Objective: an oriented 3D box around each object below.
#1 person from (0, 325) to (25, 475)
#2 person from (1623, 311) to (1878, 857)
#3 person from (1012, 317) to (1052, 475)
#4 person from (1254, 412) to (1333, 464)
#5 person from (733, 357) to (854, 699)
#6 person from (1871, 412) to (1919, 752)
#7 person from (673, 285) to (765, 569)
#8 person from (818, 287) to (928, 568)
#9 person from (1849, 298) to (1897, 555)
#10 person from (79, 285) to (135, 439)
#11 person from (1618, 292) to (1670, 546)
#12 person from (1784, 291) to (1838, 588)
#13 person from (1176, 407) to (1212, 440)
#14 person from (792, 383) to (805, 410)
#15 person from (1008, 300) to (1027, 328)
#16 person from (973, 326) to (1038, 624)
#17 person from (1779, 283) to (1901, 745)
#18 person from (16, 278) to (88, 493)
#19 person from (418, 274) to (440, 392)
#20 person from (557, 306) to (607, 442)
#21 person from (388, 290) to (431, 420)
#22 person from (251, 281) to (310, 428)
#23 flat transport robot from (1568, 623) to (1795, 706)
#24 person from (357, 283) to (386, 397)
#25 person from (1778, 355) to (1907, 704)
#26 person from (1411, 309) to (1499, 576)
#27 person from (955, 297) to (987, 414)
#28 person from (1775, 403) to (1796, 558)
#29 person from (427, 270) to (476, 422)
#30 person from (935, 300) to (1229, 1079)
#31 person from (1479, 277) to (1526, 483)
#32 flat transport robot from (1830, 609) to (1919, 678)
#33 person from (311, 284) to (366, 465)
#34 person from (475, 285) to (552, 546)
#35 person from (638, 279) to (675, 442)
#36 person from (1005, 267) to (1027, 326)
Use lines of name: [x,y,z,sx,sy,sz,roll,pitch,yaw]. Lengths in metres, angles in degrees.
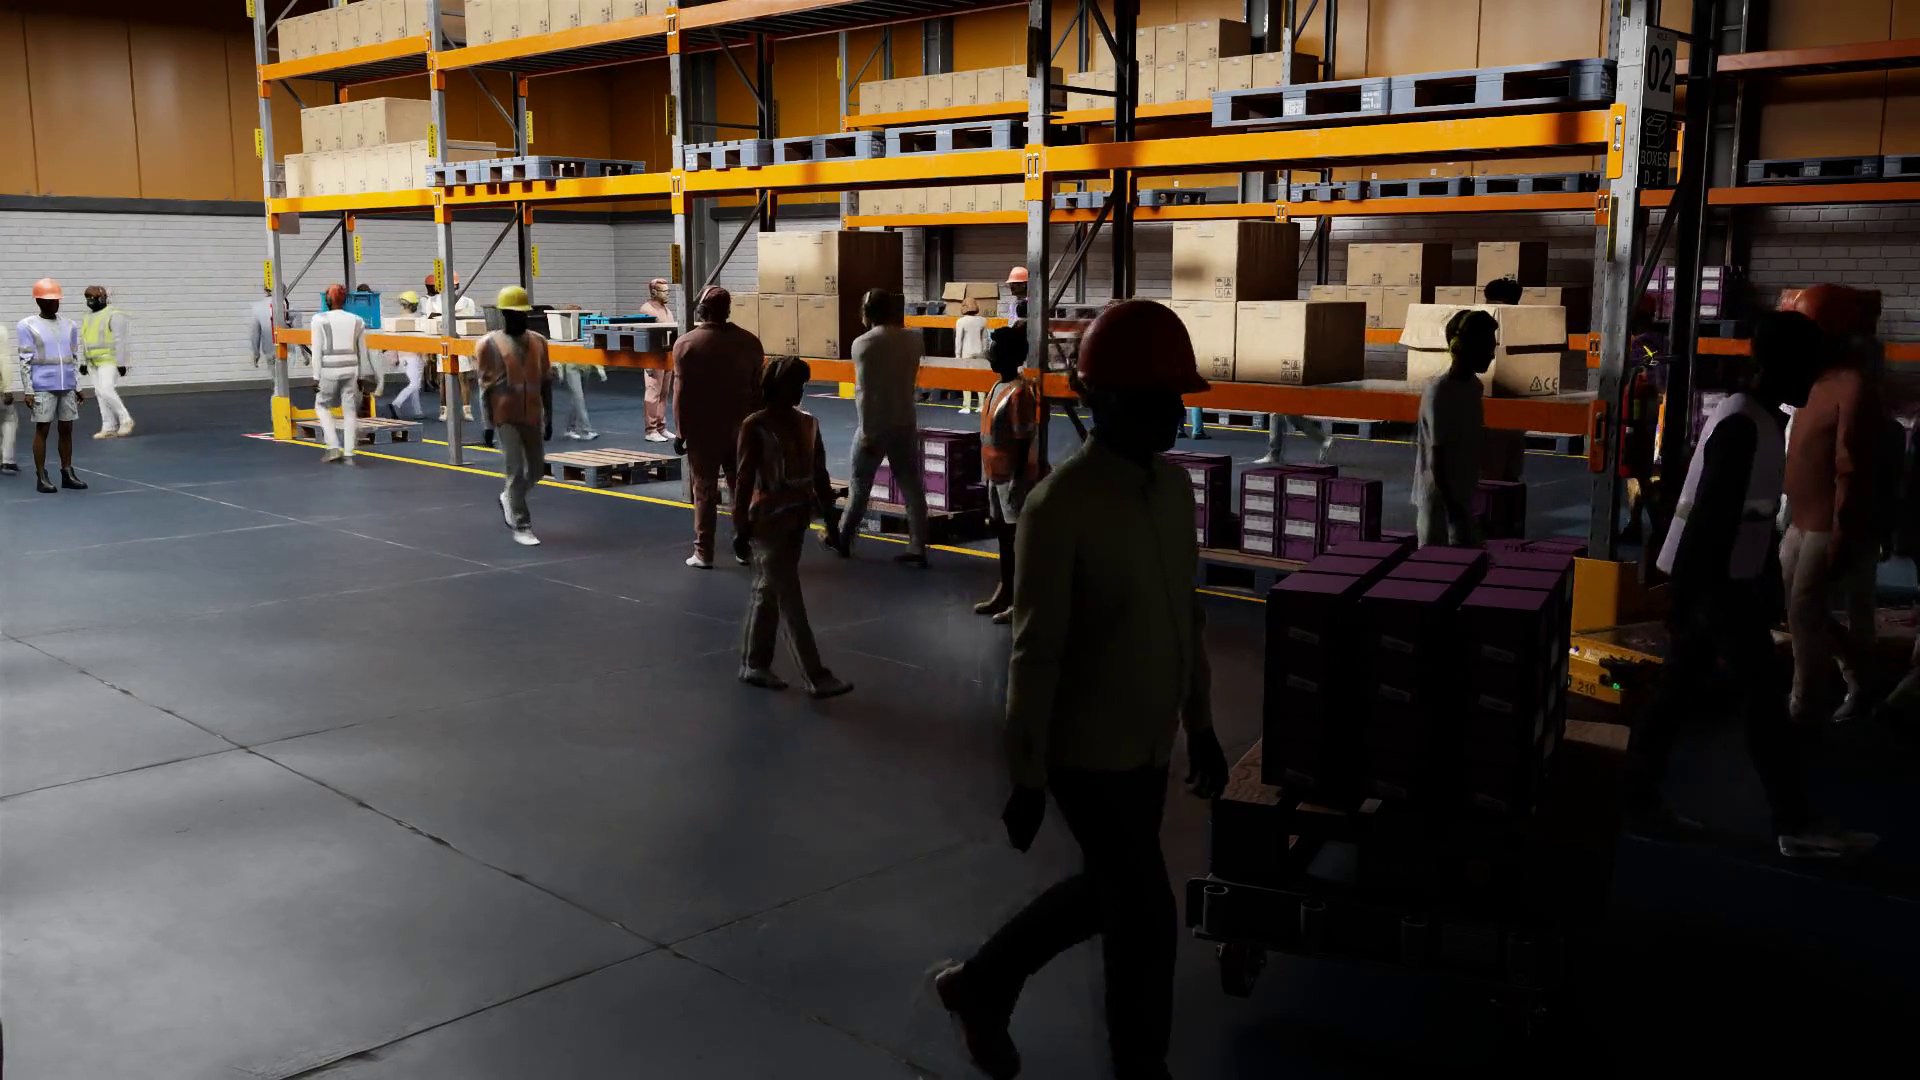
person: [-9.363,-1.486,16.022,0.615,1.807,0.557,0,9,2]
person: [2.785,0.154,5.772,0.954,1.868,0.615,5,11,29]
person: [0.564,-1.186,14.857,0.516,1.585,0.915,-6,11,-35]
person: [3.464,-1.622,17.163,0.716,1.722,0.489,3,10,19]
person: [-0.749,-0.049,7.820,0.807,1.598,0.545,6,11,32]
person: [4.096,0.014,6.857,0.423,1.802,0.596,6,11,31]
person: [-1.640,-0.757,11.263,0.648,1.908,0.409,-5,10,-27]
person: [-0.567,-0.774,11.420,0.646,1.888,0.997,-9,13,-43]
person: [6.416,-0.831,12.011,0.570,1.803,0.993,-3,10,-20]
person: [-10.198,-2.106,19.793,0.645,1.832,0.439,5,10,27]
person: [5.042,-0.847,11.905,0.813,1.885,0.531,9,13,42]
person: [5.328,-0.627,10.550,0.667,1.884,0.855,-7,12,-38]
person: [2.731,-2.110,19.743,0.565,1.845,0.384,8,12,41]
person: [-1.946,-2.100,19.518,0.432,1.894,0.670,6,11,32]
person: [0.702,-1.872,18.762,0.494,1.676,0.556,7,12,38]
person: [0.274,-0.372,9.545,0.318,1.697,0.535,-3,10,-18]
person: [3.640,-0.080,6.938,0.574,1.966,0.647,2,9,12]
person: [-8.218,-1.398,15.103,0.374,1.935,0.552,5,11,30]
person: [-8.669,-3.398,27.405,0.379,1.933,0.547,2,9,10]
person: [-4.466,-1.955,19.573,0.846,1.585,0.517,8,12,42]
person: [-7.318,-2.428,22.008,0.517,1.737,0.708,6,11,31]
person: [-8.700,-2.403,21.402,0.658,1.885,0.999,1,9,4]
flat transport robot: [3.496,0.569,8.132,1.431,0.197,0.652,-5,10,-26]
person: [-9.270,-3.112,26.037,0.634,1.807,0.927,0,9,-2]
person: [4.006,-0.020,7.581,0.507,1.632,0.273,1,9,5]
person: [2.311,-0.119,7.557,0.544,1.832,0.747,-9,13,-43]
person: [0.159,-2.579,23.302,0.499,1.630,0.292,-5,10,-27]
person: [4.985,-0.558,10.080,0.624,1.891,0.658,6,11,33]
person: [-6.697,-2.557,21.958,0.622,2.030,0.450,-2,9,-10]
person: [0.273,0.438,3.783,0.886,1.963,0.613,6,11,32]
person: [3.551,-0.738,10.964,0.614,1.963,0.361,-9,13,-44]
flat transport robot: [4.909,0.507,8.517,1.431,0.197,0.652,-3,10,-15]
person: [-6.452,-1.708,17.203,0.544,1.867,0.621,9,13,43]
person: [-3.299,-0.926,12.297,0.590,1.909,0.645,-9,13,-43]
person: [-3.522,-2.111,19.566,0.403,1.906,0.652,2,9,12]
person: [0.711,-2.204,19.720,0.373,2.043,0.614,-5,11,-29]
